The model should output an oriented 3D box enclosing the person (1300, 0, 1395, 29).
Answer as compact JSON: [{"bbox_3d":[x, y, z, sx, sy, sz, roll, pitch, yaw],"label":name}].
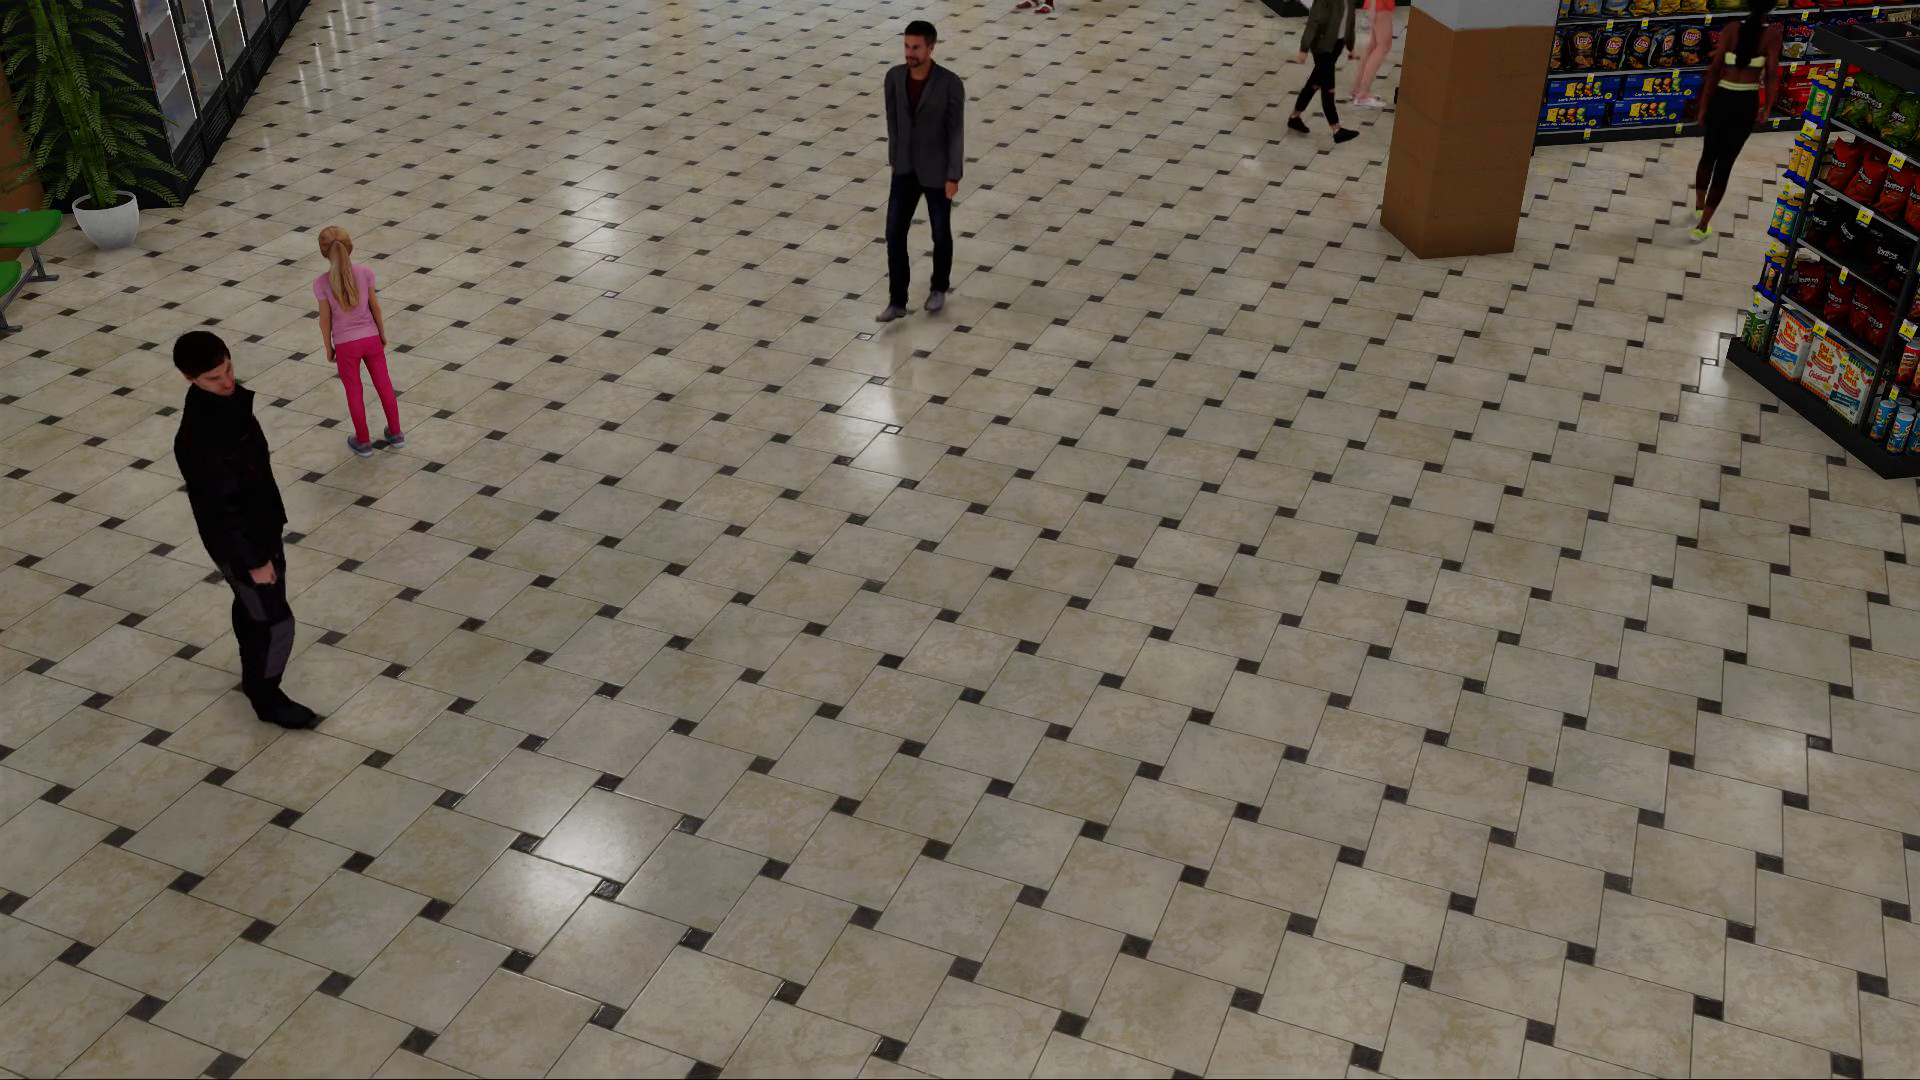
[{"bbox_3d":[3.799,-5.859,16.064,1.198,1.790,0.811,0,32,0],"label":"person"}]

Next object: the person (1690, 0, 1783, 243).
[{"bbox_3d":[5.240,-2.882,11.340,0.926,1.726,0.974,19,37,28],"label":"person"}]

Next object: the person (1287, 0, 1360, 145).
[{"bbox_3d":[2.871,-3.927,13.295,1.006,1.434,0.989,-24,39,-33],"label":"person"}]

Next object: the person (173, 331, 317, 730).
[{"bbox_3d":[-2.928,-0.049,6.710,0.704,1.807,0.996,-19,36,-27],"label":"person"}]

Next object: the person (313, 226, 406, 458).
[{"bbox_3d":[-3.207,-1.063,8.848,0.519,1.269,0.608,-20,37,-29],"label":"person"}]

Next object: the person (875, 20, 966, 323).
[{"bbox_3d":[-0.190,-2.291,10.273,1.010,1.849,1.029,11,34,17],"label":"person"}]

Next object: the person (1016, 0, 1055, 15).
[{"bbox_3d":[0.804,-6.178,16.639,0.667,1.724,0.669,-24,39,-33],"label":"person"}]

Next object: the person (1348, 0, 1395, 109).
[{"bbox_3d":[3.502,-4.538,14.000,0.753,1.726,0.807,15,35,23],"label":"person"}]
